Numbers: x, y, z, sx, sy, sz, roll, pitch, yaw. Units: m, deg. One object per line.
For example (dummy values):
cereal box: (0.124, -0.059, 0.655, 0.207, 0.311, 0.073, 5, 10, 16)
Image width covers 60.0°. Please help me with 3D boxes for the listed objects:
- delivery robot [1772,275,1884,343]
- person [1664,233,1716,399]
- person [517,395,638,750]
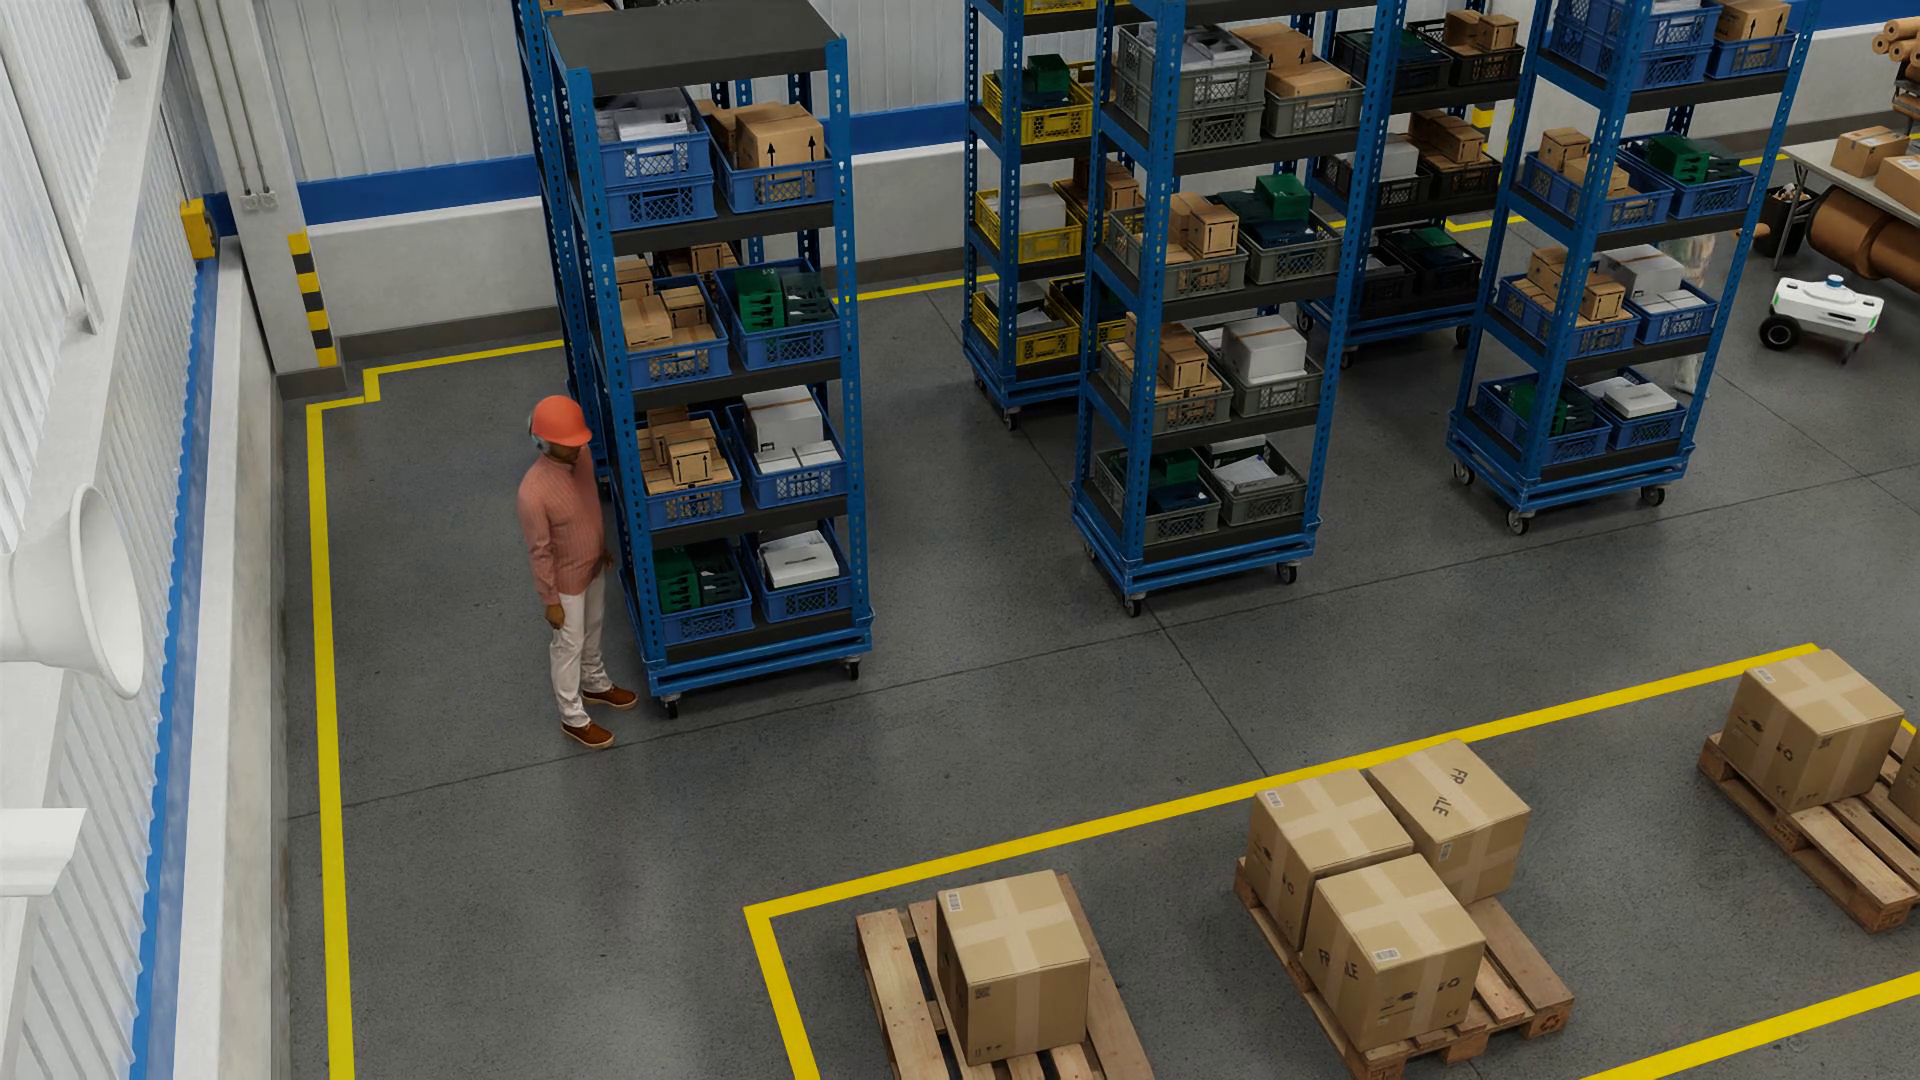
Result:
delivery robot: (6.309, -1.694, 12.111, 0.707, 0.478, 0.477, 19, 39, 25)
person: (4.886, -1.764, 11.374, 0.520, 1.609, 0.768, -28, 44, -34)
person: (-1.920, 0.146, 8.342, 0.393, 1.990, 0.623, 9, 36, 12)
